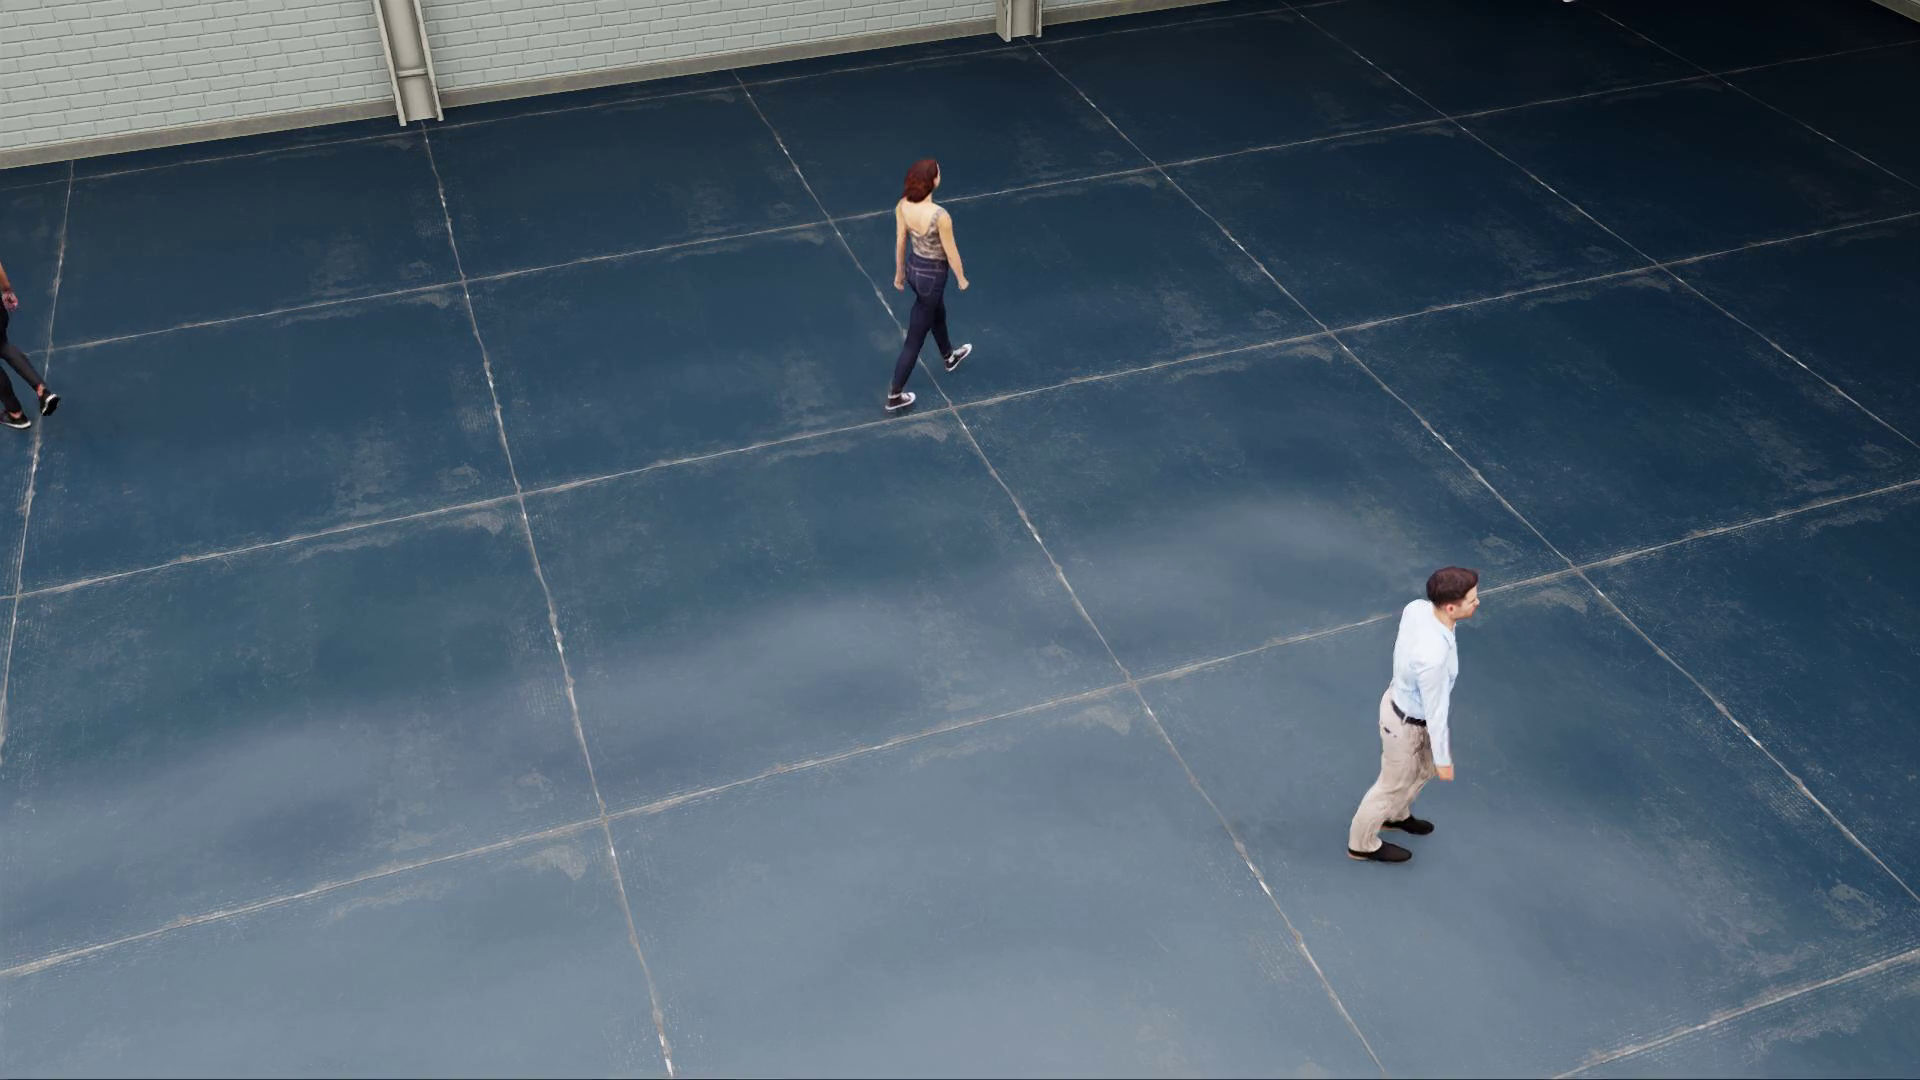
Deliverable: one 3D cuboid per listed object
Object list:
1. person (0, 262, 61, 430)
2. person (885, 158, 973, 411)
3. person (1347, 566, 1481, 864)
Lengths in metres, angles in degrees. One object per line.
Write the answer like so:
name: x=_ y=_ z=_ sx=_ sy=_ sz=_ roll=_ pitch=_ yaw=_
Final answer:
person: x=-6.386 y=-1.514 z=10.891 sx=0.984 sy=1.856 sz=0.920 roll=14 pitch=40 yaw=17
person: x=-0.287 y=-1.667 z=11.197 sx=0.963 sy=1.719 sz=1.248 roll=31 pitch=47 yaw=33
person: x=2.064 y=0.849 z=7.888 sx=0.832 sy=1.834 sz=0.793 roll=6 pitch=38 yaw=8
